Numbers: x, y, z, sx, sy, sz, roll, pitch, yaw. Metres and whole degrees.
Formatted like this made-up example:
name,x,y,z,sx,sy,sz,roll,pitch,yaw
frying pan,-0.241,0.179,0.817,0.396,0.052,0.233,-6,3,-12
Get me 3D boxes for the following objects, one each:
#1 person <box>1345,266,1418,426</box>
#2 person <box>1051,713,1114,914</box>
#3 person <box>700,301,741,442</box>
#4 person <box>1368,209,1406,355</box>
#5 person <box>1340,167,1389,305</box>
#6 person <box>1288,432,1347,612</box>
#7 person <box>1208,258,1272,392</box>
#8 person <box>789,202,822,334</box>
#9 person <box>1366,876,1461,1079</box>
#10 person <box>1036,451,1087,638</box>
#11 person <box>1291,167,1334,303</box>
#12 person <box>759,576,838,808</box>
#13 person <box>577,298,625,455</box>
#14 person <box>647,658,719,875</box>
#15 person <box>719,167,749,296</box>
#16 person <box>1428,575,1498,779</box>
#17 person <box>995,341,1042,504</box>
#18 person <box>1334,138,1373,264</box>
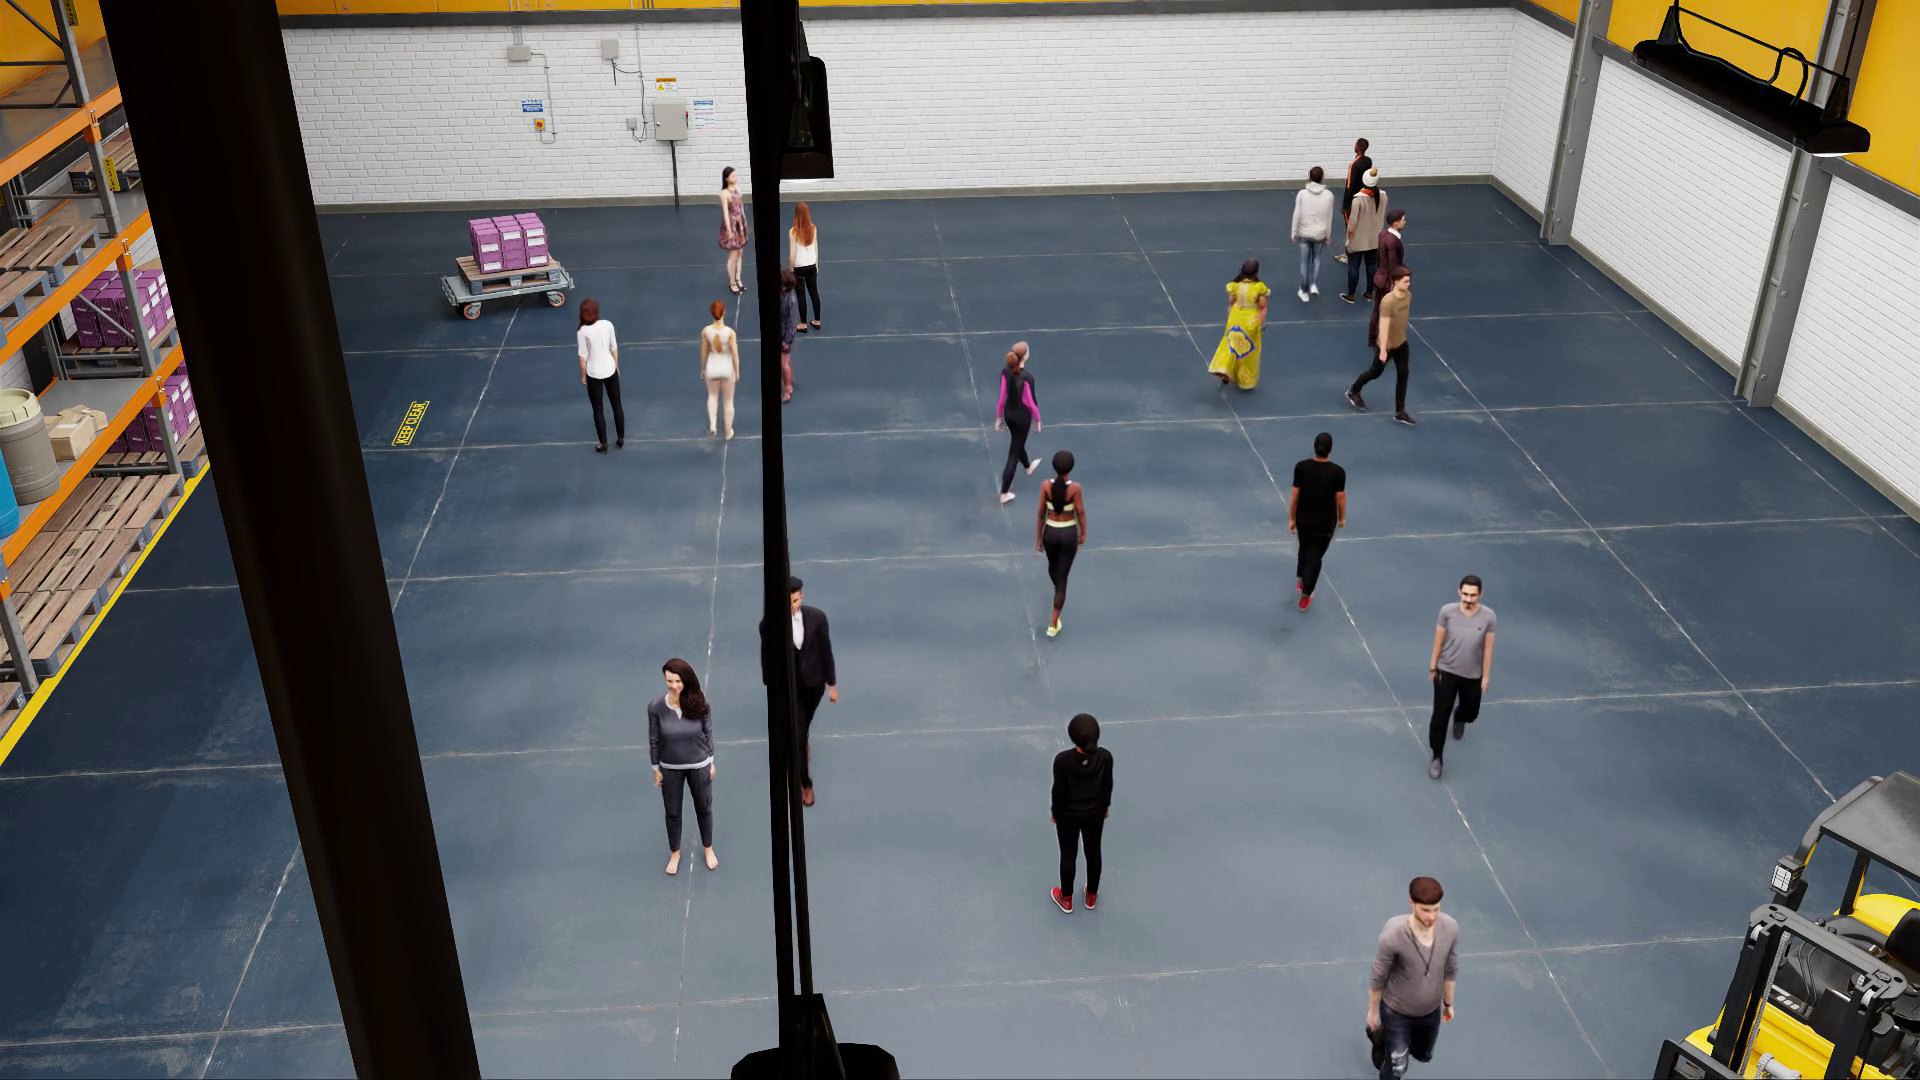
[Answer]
name,x,y,z,sx,sy,sz,roll,pitch,yaw
person,4.893,-2.266,19.169,1.109,1.814,1.297,-21,35,-33
person,0.852,1.904,11.673,0.611,1.670,0.578,-5,29,-9
person,-2.700,-1.846,18.593,0.627,1.627,0.671,3,29,6
person,5.375,-3.257,20.931,0.730,1.865,0.525,-3,29,-6
person,5.496,-4.147,22.538,0.733,1.890,0.714,-7,29,-13
person,3.263,-0.142,15.353,0.879,1.739,0.973,15,32,26
person,3.372,-2.536,19.834,1.044,1.651,1.110,16,33,27
person,-2.019,-3.546,21.611,0.662,1.721,0.673,-20,34,-32
person,2.664,2.718,9.955,0.770,1.888,1.030,-6,29,-10
person,0.894,0.063,15.015,0.878,1.702,1.215,7,29,13
person,4.771,-4.099,22.504,0.704,1.838,0.685,0,29,0
person,-1.252,1.061,13.040,0.852,1.842,1.239,-7,29,-12
person,-3.956,-1.814,18.362,0.685,1.793,0.680,-18,33,-29
person,-2.005,1.626,12.081,0.645,1.768,0.565,-6,29,-11
person,-3.115,-4.267,22.880,0.849,1.773,0.763,11,31,20
person,3.983,1.017,13.228,0.805,1.740,1.013,7,29,13
person,0.546,-1.190,17.315,1.057,1.701,1.151,19,34,31
person,5.723,-4.917,24.036,0.708,1.808,0.726,-22,35,-34
